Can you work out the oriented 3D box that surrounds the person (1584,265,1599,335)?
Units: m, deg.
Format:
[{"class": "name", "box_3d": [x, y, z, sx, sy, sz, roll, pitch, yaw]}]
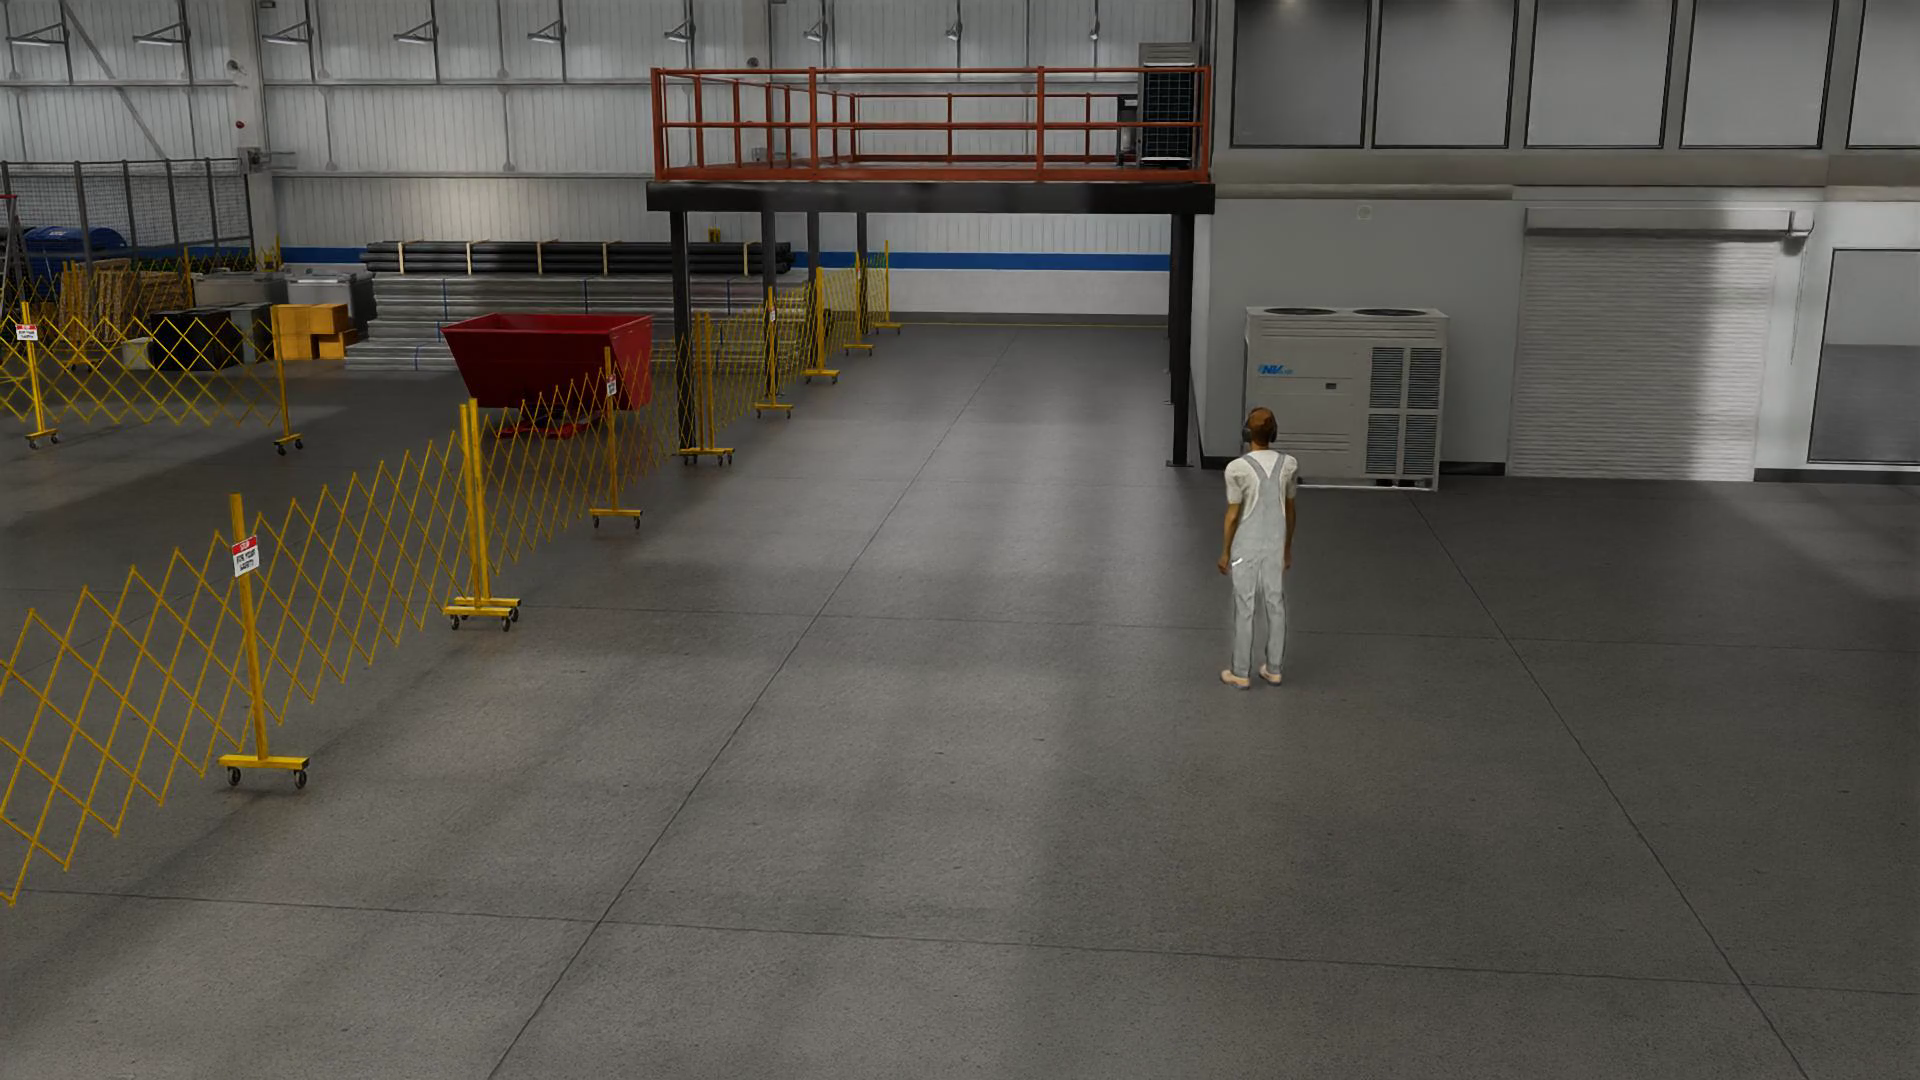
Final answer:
[{"class": "person", "box_3d": [9.296, -3.363, 24.639, 0.534, 1.864, 0.309, -12, 18, -39]}]

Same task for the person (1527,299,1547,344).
[{"class": "person", "box_3d": [6.662, -2.105, 19.406, 0.409, 1.908, 0.647, 1, 14, 6]}]

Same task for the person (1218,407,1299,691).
[{"class": "person", "box_3d": [1.911, 0.059, 10.703, 0.506, 1.847, 0.343, -4, 14, -16]}]
